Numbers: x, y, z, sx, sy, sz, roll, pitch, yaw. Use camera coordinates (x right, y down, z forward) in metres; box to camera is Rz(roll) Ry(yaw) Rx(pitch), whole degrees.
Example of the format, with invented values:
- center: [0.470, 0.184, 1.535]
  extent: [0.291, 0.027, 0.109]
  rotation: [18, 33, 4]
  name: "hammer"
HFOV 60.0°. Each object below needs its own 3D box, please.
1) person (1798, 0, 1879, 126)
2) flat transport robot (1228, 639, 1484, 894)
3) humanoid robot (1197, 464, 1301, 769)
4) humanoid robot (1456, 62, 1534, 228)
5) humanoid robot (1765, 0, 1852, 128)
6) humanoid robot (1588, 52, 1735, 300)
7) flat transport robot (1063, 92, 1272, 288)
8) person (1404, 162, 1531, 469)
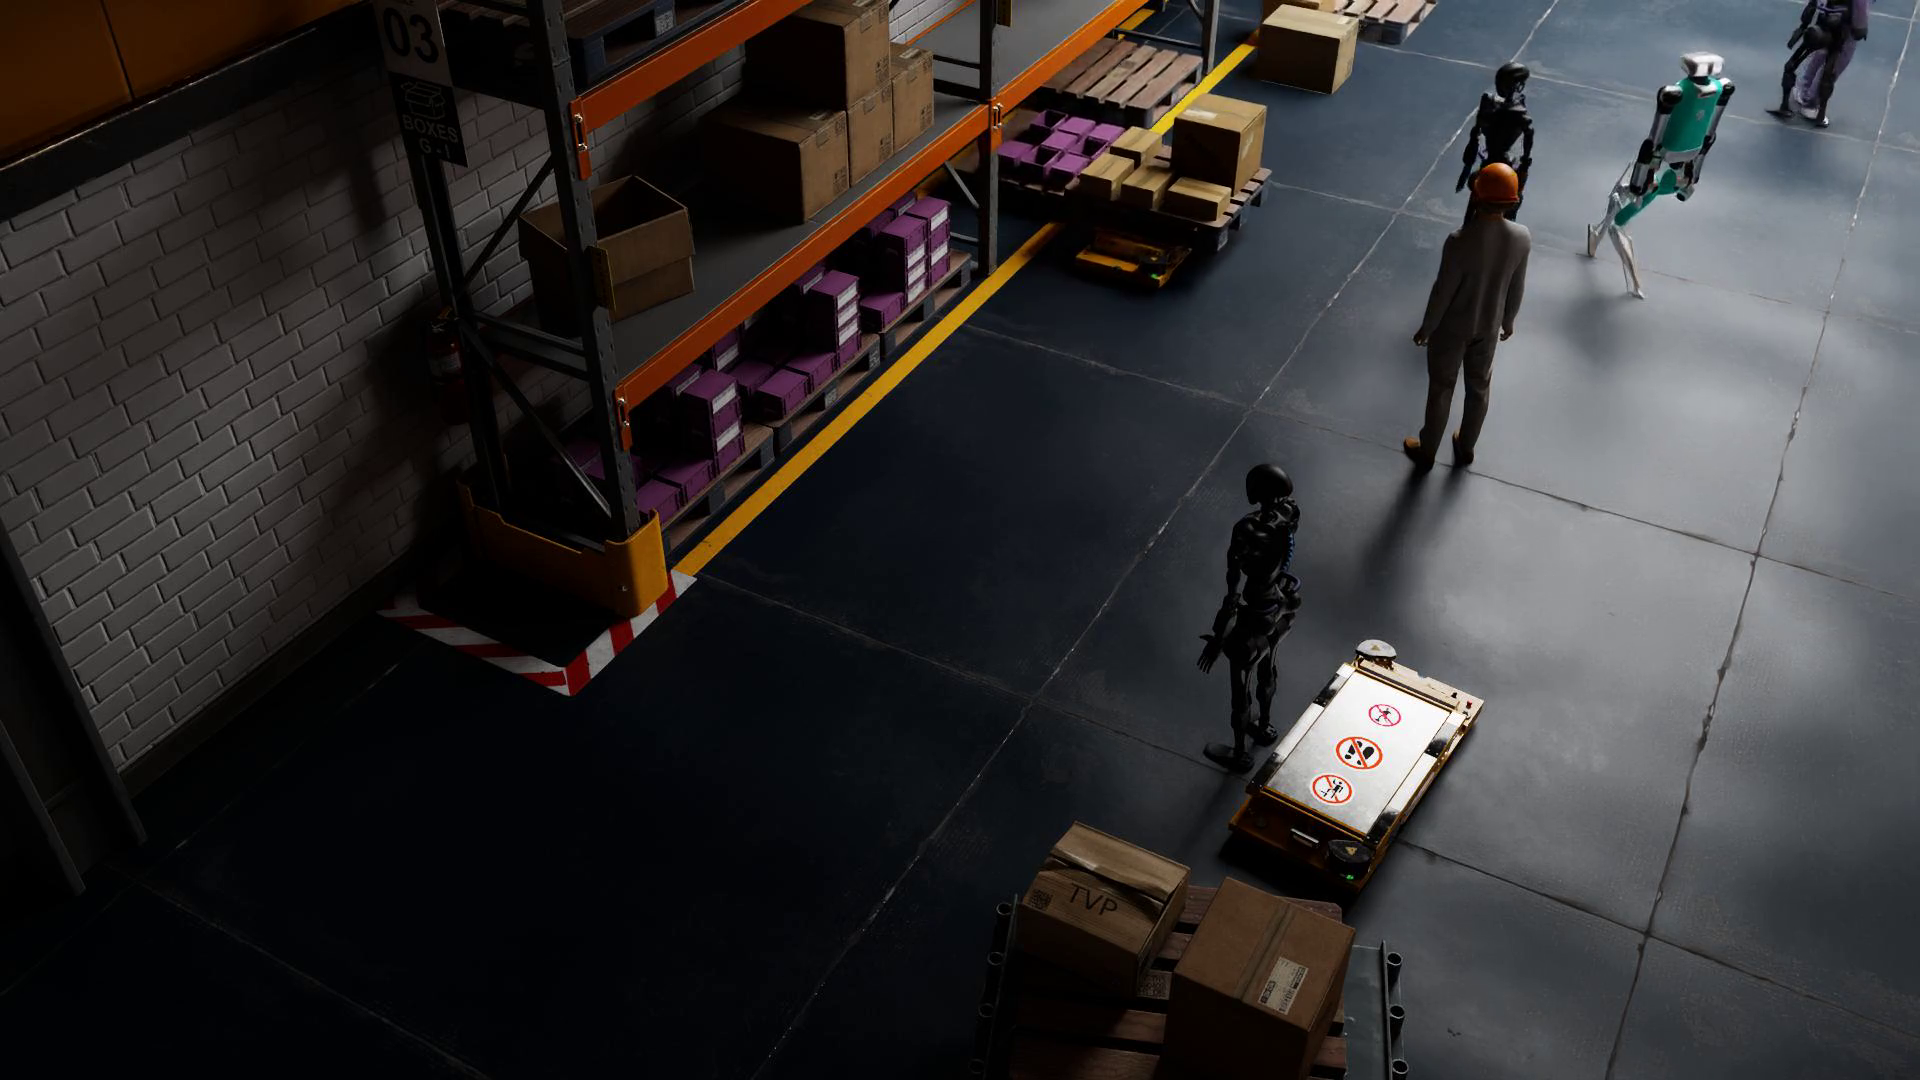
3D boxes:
- center: [7.170, -4.298, 13.323]
  extent: [0.399, 1.865, 0.793]
  rotation: [12, 40, 15]
  name: "person"
- center: [1.914, 1.038, 7.922]
  extent: [0.659, 0.231, 1.431]
  rotation: [24, 45, 27]
  name: "flat transport robot"
- center: [1.350, 0.350, 7.644]
  extent: [0.315, 1.657, 0.599]
  rotation: [29, 47, 31]
  name: "humanoid robot"
- center: [3.588, -2.400, 11.089]
  extent: [0.397, 1.639, 0.599]
  rotation: [-16, 41, -19]
  name: "humanoid robot"
- center: [6.937, -4.120, 13.247]
  extent: [0.610, 1.645, 0.472]
  rotation: [-13, 40, -16]
  name: "humanoid robot"
- center: [4.594, -2.566, 11.280]
  extent: [0.530, 1.773, 0.965]
  rotation: [-12, 40, -14]
  name: "humanoid robot"
- center: [1.448, -2.285, 12.076]
  extent: [0.659, 0.231, 1.431]
  rotation: [20, 43, 23]
  name: "flat transport robot"
- center: [2.899, -1.259, 9.493]
  extent: [0.586, 1.894, 0.364]
  rotation: [-7, 39, -9]
  name: "person"
